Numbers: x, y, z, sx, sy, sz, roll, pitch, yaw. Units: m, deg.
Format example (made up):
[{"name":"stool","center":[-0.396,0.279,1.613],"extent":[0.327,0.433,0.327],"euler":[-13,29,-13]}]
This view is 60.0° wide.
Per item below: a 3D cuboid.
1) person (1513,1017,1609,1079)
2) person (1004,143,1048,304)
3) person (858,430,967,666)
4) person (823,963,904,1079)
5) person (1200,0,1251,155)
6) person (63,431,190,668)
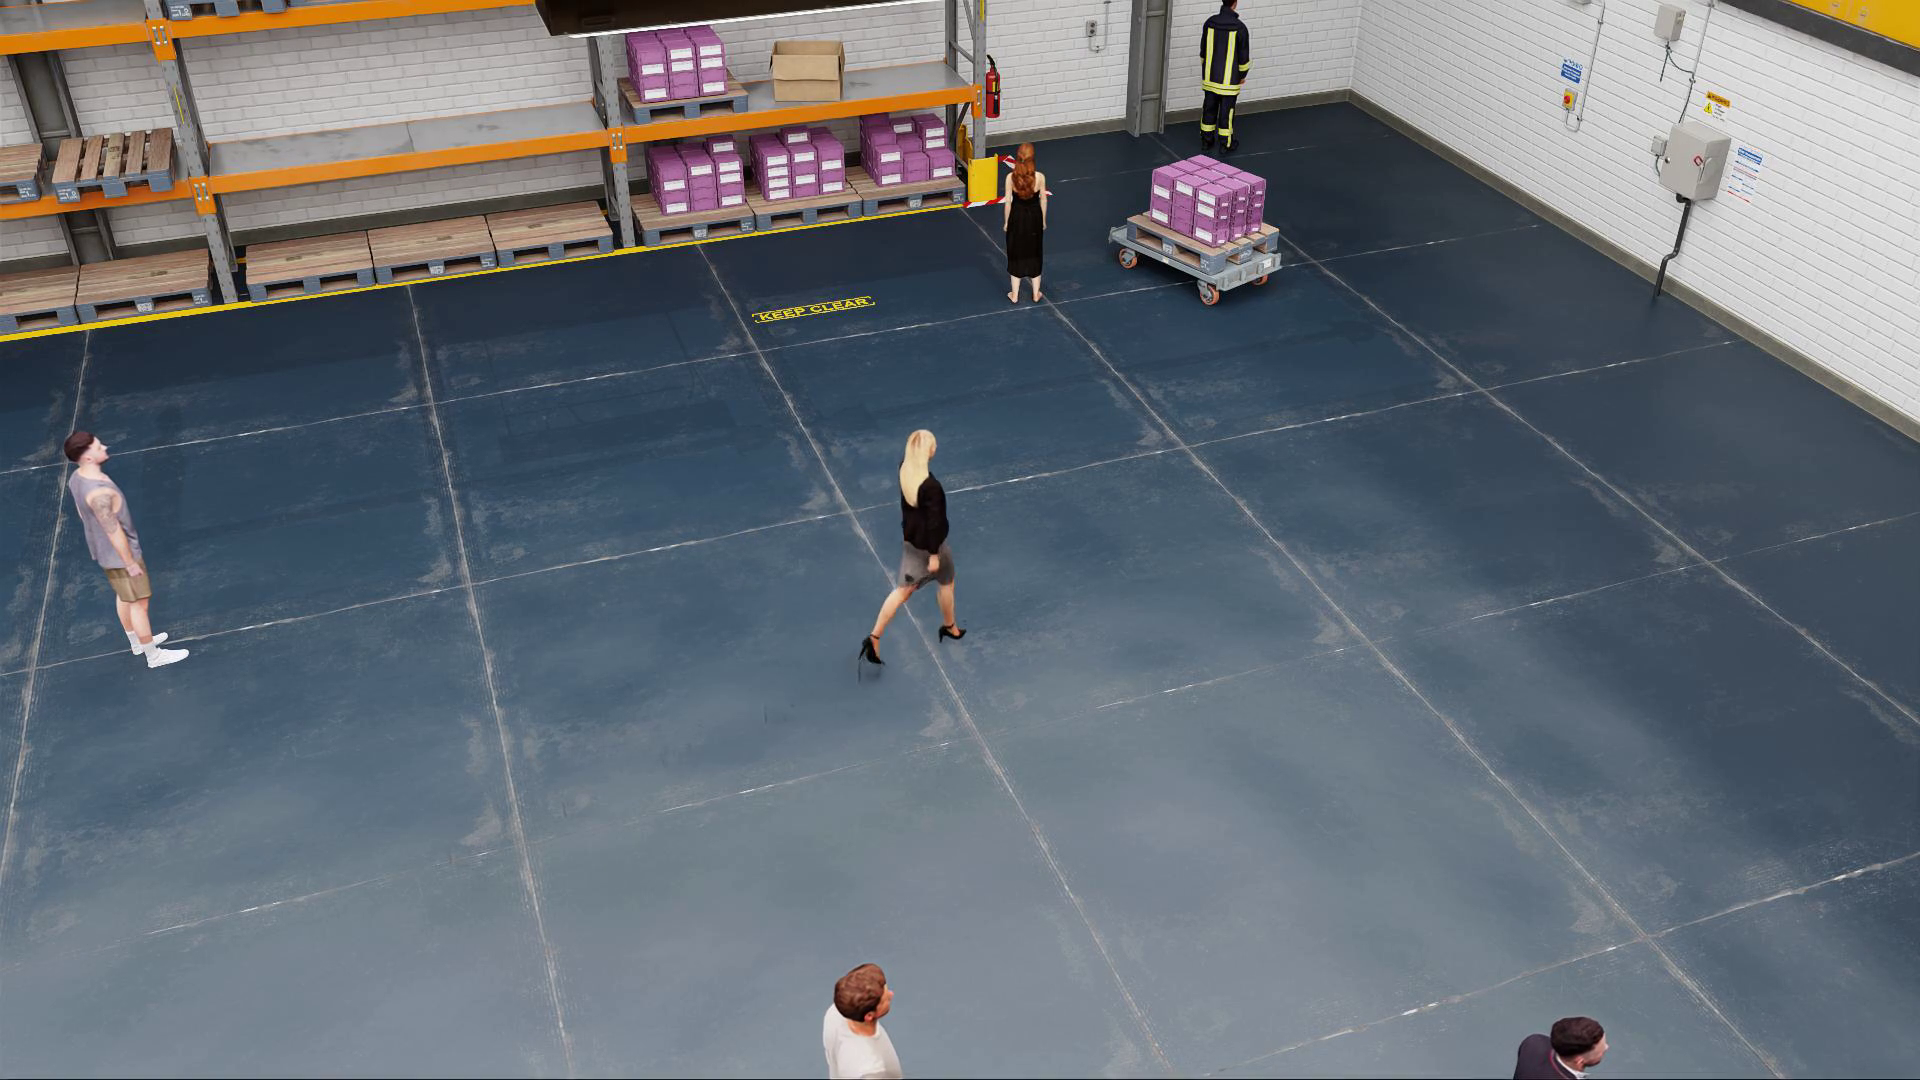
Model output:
[{"name":"person","center":[2.536,2.726,7.294],"extent":[0.639,1.844,0.702],"euler":[-4,34,-5]},{"name":"person","center":[0.634,-3.093,16.247],"extent":[0.590,1.624,0.697],"euler":[-2,34,-2]},{"name":"person","center":[-0.336,0.097,11.283],"extent":[1.209,1.807,0.845],"euler":[-23,40,-30]},{"name":"person","center":[-0.413,2.600,7.429],"extent":[0.598,1.905,0.668],"euler":[-15,36,-21]},{"name":"person","center":[3.112,-5.561,19.686],"extent":[0.892,1.928,0.911],"euler":[20,39,27]},{"name":"person","center":[-5.756,0.063,11.362],"extent":[0.717,1.847,0.728],"euler":[28,43,35]}]
